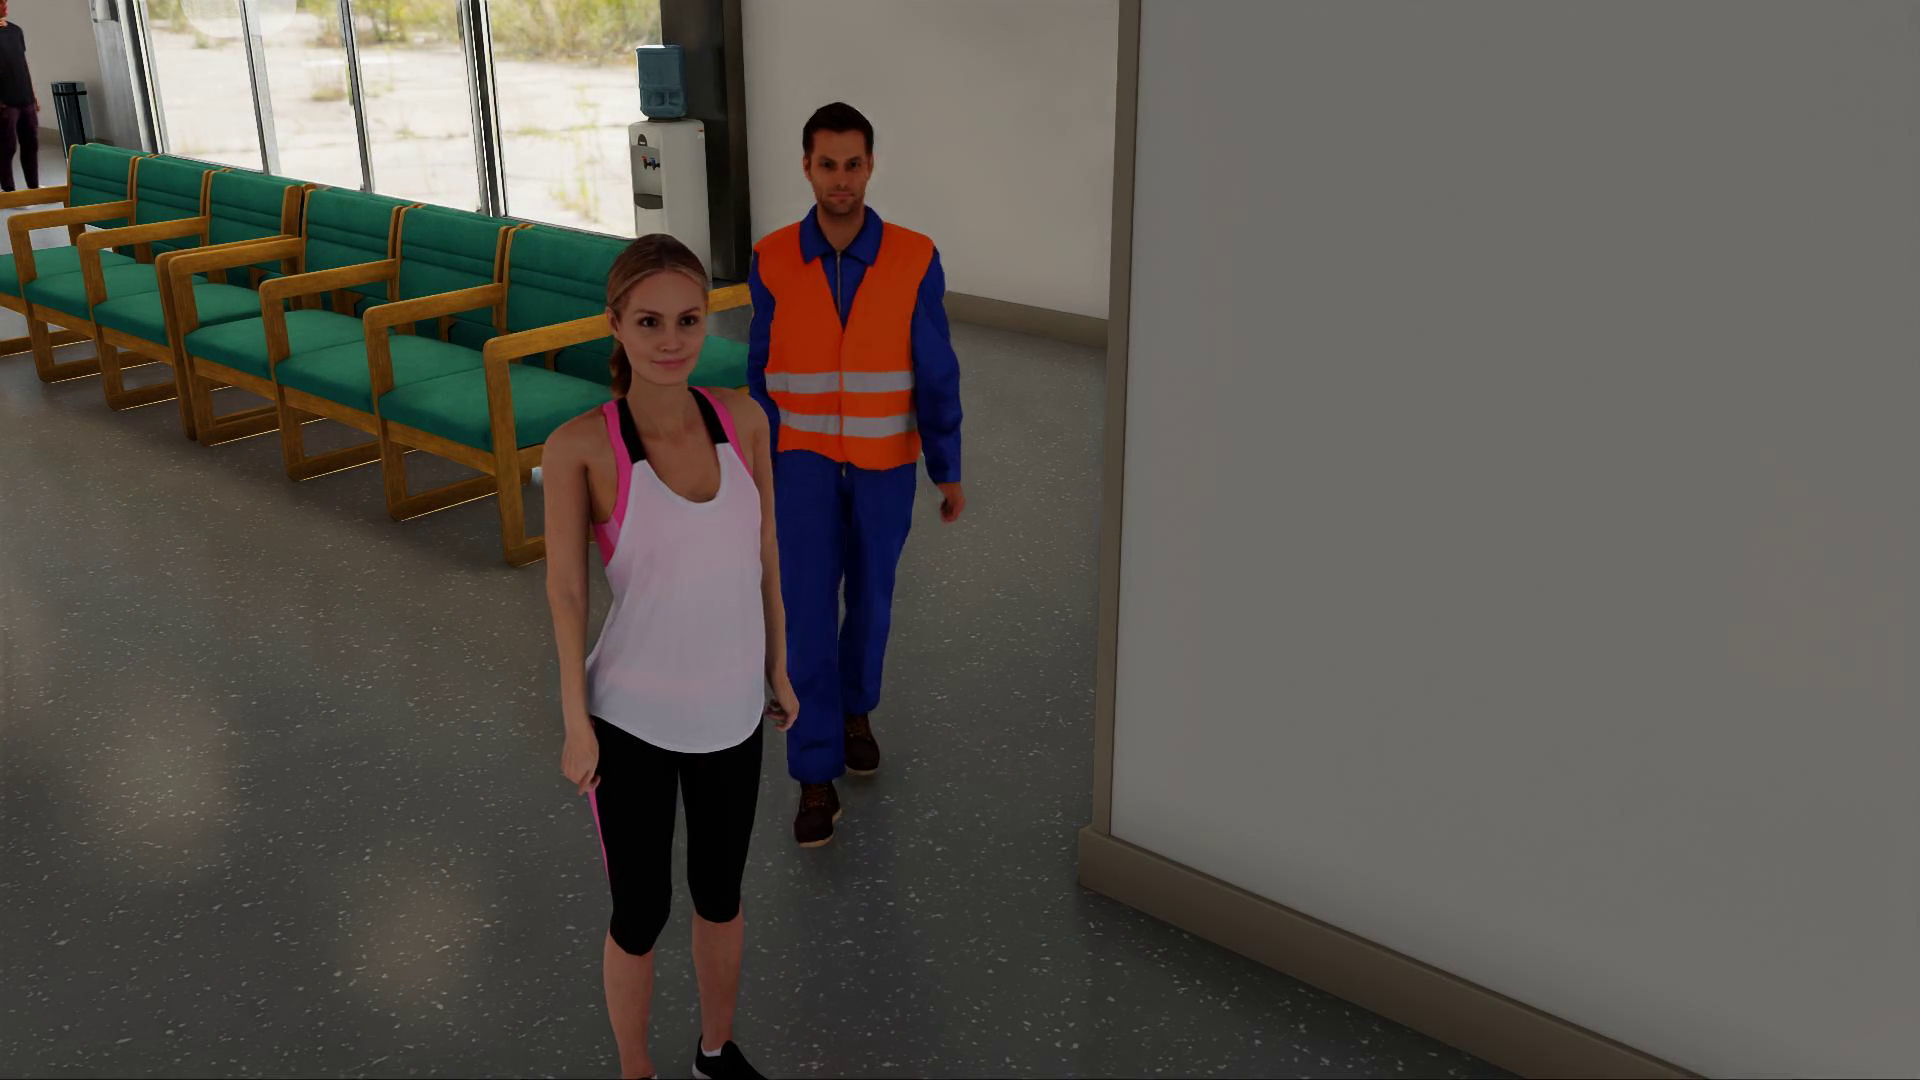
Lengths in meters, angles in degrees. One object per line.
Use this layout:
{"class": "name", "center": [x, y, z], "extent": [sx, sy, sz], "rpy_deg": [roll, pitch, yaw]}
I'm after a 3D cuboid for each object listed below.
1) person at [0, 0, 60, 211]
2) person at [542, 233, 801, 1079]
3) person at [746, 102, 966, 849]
{"class": "person", "center": [-7.690, -3.606, 13.454], "extent": [0.769, 1.779, 0.637], "rpy_deg": [6, 22, 15]}
{"class": "person", "center": [-0.525, 0.324, 3.069], "extent": [0.549, 1.786, 0.725], "rpy_deg": [-14, 25, -33]}
{"class": "person", "center": [-0.295, -0.206, 4.400], "extent": [1.054, 1.835, 1.101], "rpy_deg": [-3, 21, -8]}
